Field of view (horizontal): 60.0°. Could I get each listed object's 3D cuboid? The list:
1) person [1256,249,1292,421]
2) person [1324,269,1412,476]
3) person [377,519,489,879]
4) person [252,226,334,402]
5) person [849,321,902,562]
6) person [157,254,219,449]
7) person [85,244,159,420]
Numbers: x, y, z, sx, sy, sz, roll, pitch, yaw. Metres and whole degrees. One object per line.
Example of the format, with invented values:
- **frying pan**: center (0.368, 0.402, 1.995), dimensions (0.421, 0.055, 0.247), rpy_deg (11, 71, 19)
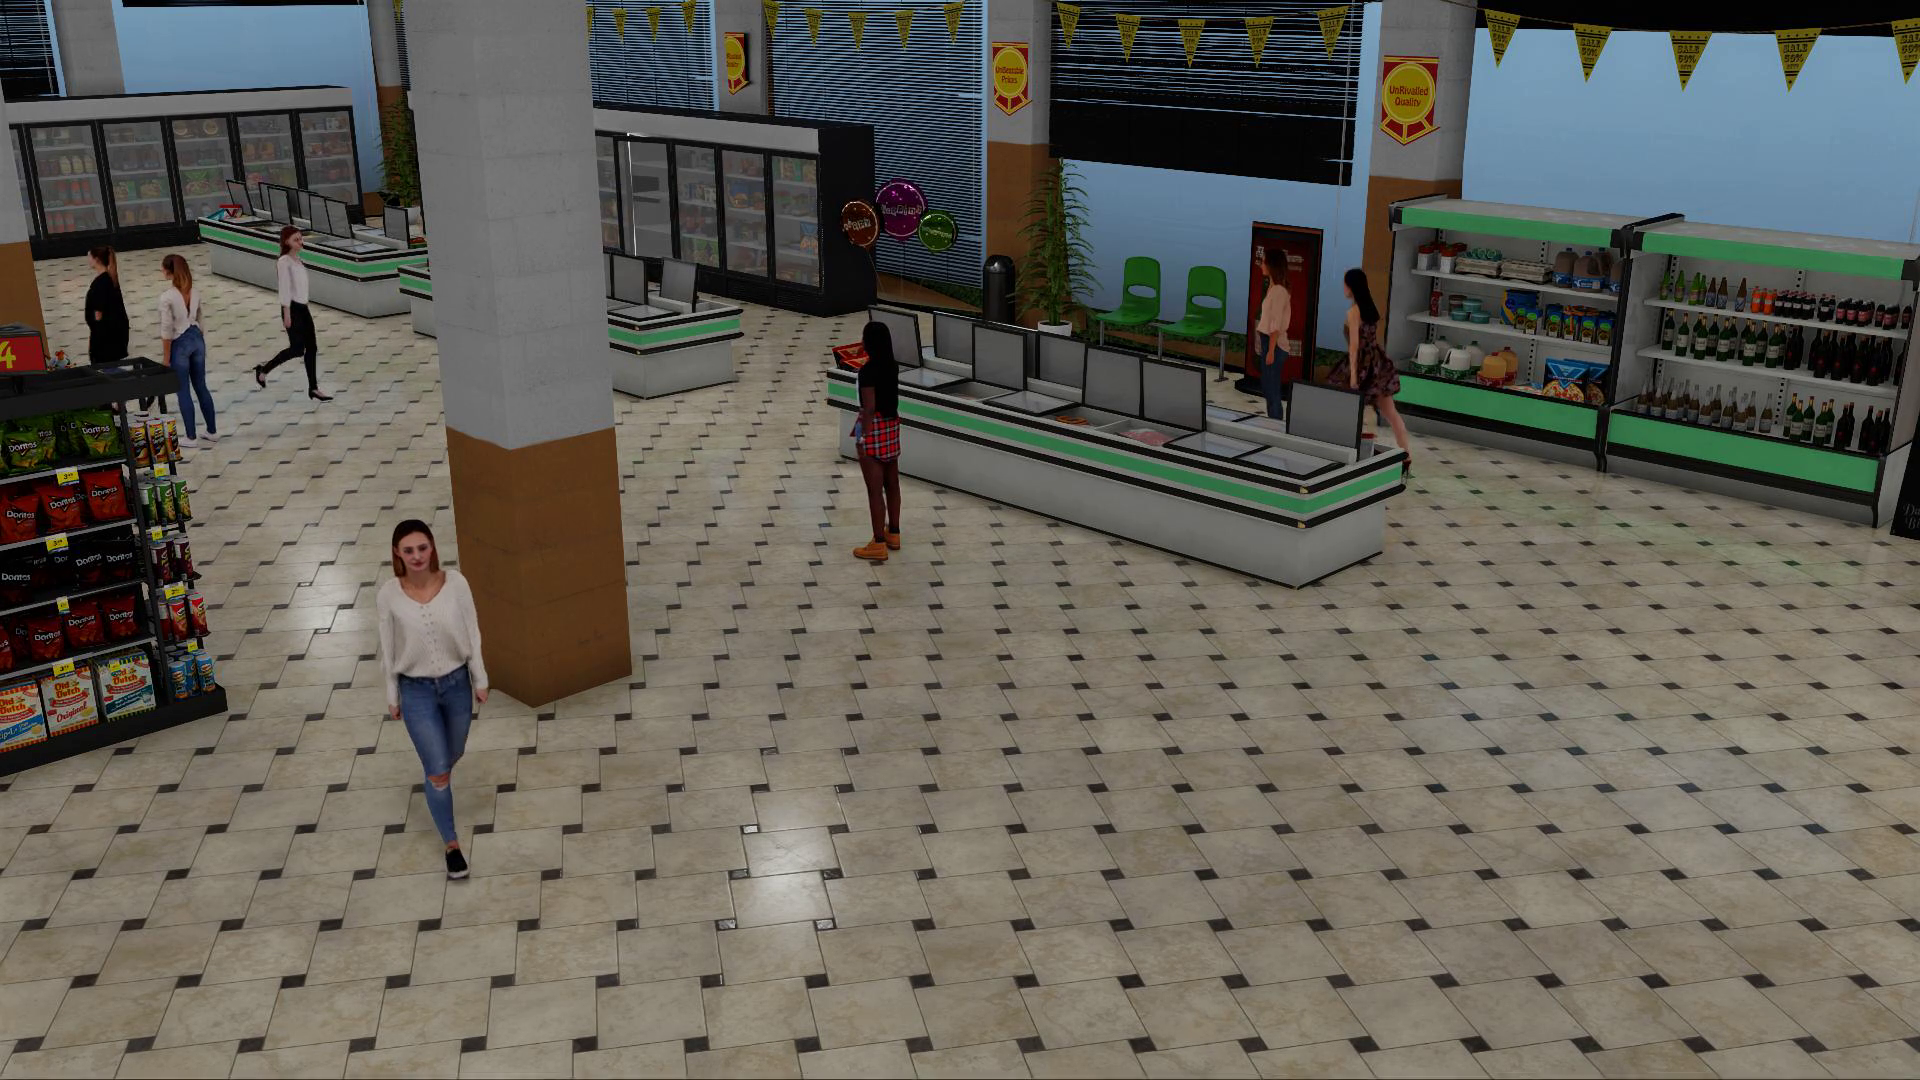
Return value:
- **person**: center (2.788, -1.685, 14.737), dimensions (0.707, 1.791, 0.663), rpy_deg (2, 19, 5)
- **person**: center (3.409, -1.307, 13.803), dimensions (0.614, 1.671, 1.299), rpy_deg (-16, 25, -40)
- **person**: center (-2.489, 0.699, 7.863), dimensions (0.830, 1.665, 1.147), rpy_deg (-10, 21, -26)
- **person**: center (-6.587, -2.188, 16.302), dimensions (1.026, 1.744, 0.990), rpy_deg (-2, 19, -6)
- **person**: center (-0.584, -0.726, 11.991), dimensions (0.696, 1.728, 0.683), rpy_deg (9, 21, 25)
- **person**: center (-6.924, -1.695, 14.873), dimensions (0.668, 1.722, 0.685), rpy_deg (9, 21, 24)
- **person**: center (-7.915, -1.934, 15.665), dimensions (0.974, 1.670, 0.936), rpy_deg (-2, 19, -5)
